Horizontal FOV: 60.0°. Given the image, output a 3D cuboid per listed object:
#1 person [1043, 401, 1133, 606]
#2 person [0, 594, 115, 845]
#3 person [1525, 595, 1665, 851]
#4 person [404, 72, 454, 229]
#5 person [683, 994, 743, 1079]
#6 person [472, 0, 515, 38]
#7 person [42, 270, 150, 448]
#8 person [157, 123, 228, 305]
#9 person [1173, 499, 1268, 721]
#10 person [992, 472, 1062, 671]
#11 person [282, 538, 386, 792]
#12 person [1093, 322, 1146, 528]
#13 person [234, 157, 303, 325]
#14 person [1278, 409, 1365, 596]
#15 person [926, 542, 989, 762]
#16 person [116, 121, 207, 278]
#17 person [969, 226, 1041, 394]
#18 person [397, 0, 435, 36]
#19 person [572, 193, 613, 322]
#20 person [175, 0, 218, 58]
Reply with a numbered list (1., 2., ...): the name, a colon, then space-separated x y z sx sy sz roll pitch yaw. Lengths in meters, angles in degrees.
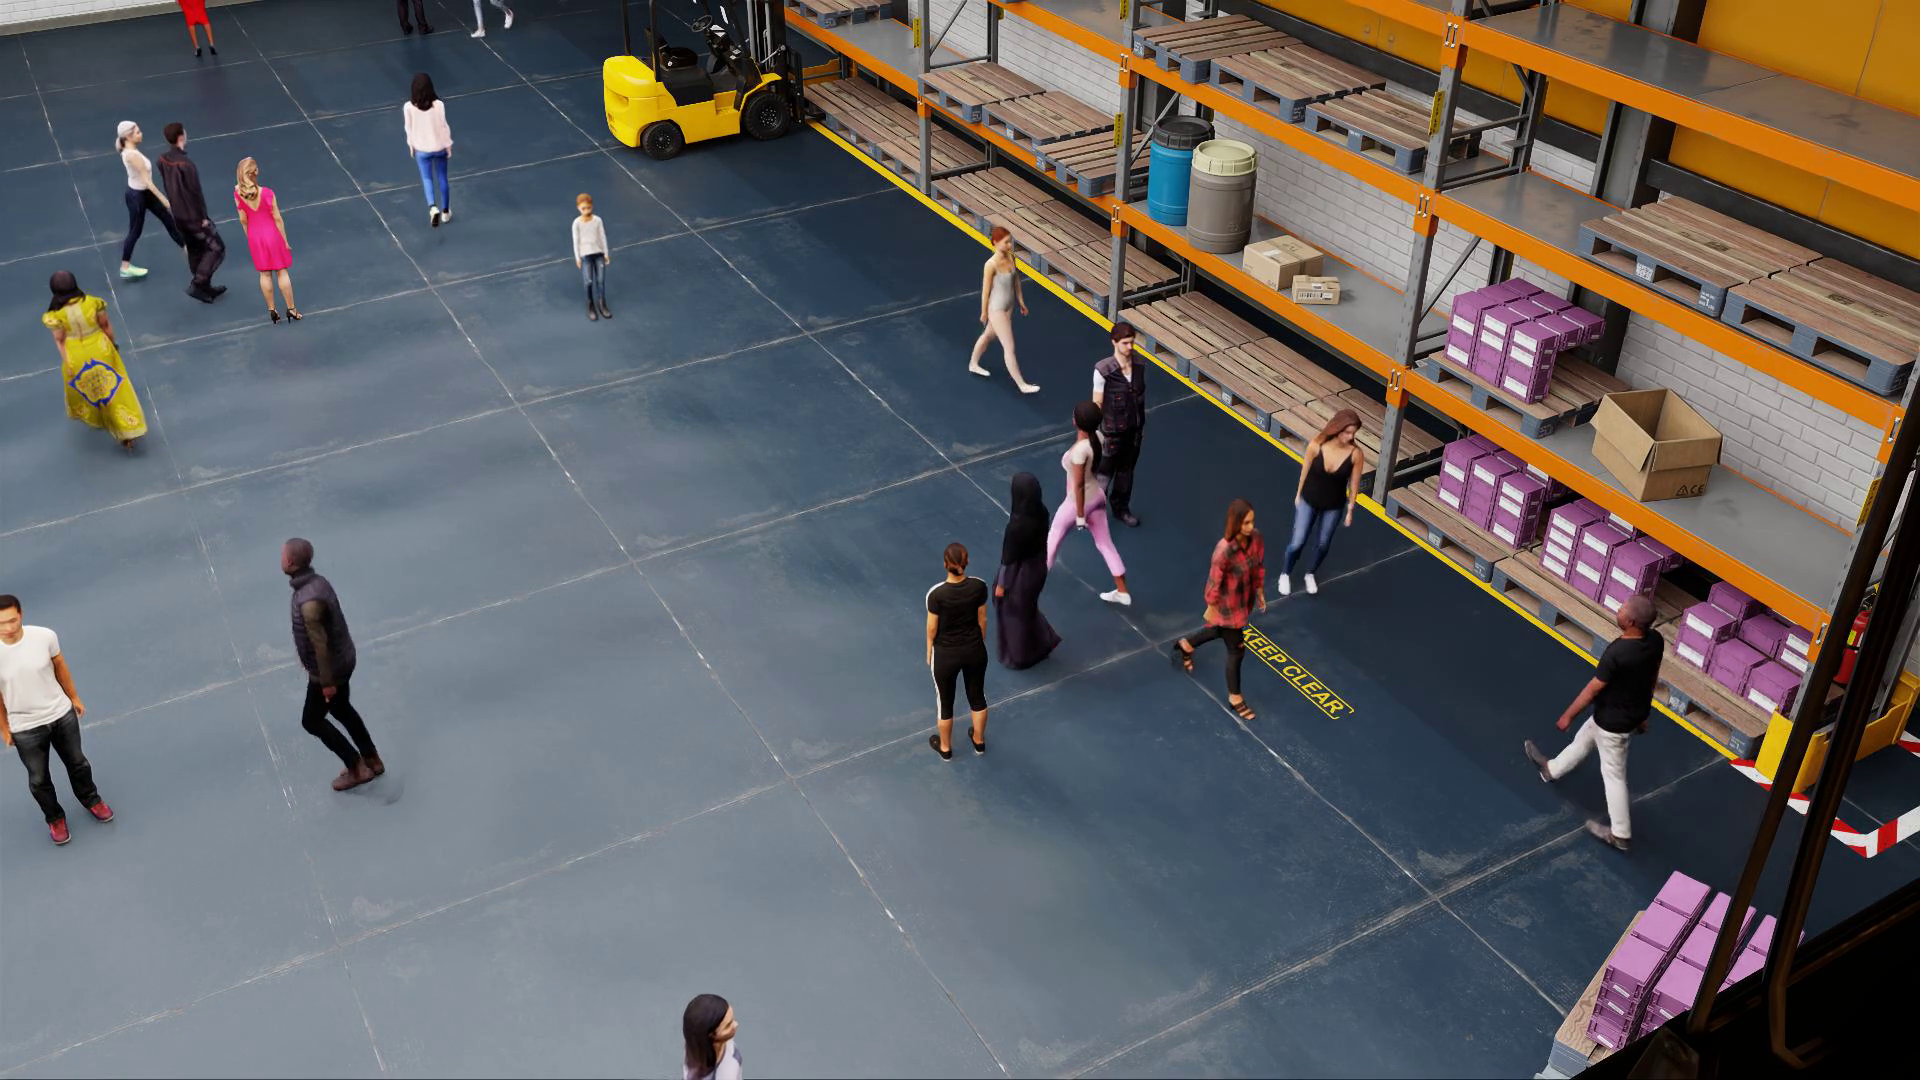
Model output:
1. person: 1.015 -0.225 12.504 1.260 1.684 0.983 19 38 26
2. person: -5.772 1.089 10.425 0.632 1.798 0.698 28 43 36
3. person: 4.144 1.177 10.328 0.779 1.758 1.202 -23 40 -30
4. person: -5.933 -4.322 18.609 0.837 1.748 1.042 -6 34 -9
5. person: -1.236 2.803 7.953 1.103 1.678 1.145 4 34 5
6. person: -7.042 -8.375 24.770 1.105 1.677 1.029 17 37 24
7. person: -7.580 -1.543 14.555 0.823 1.609 1.263 -23 40 -31
8. person: -7.847 -3.249 16.864 0.924 1.893 0.973 15 36 21
9. person: 1.830 0.406 11.562 0.779 1.675 1.118 -29 43 -36
10. person: 0.526 0.247 11.867 0.926 1.603 0.850 13 36 18
11. person: -4.071 0.837 10.800 0.922 1.801 0.689 -18 38 -25
12. person: 1.266 -0.908 13.382 0.650 1.849 0.566 -19 38 -26
13. person: -6.940 -2.989 16.622 0.659 1.729 0.685 0 34 0
14. person: 2.729 -0.311 12.635 0.777 1.680 0.828 13 36 19
15. person: -0.007 0.742 11.065 0.615 1.665 0.568 -10 35 -15
16. person: -8.706 -3.531 17.513 0.719 1.644 1.137 -15 37 -22
17. person: 0.303 -2.156 15.498 1.147 1.586 0.880 20 38 27
18. person: -8.270 -8.470 24.768 0.791 1.840 0.820 5 34 8
19. person: -3.722 -2.886 16.842 0.483 1.314 0.508 -16 37 -22
20. person: -11.070 -7.837 23.902 0.566 1.743 0.490 -17 37 -23
